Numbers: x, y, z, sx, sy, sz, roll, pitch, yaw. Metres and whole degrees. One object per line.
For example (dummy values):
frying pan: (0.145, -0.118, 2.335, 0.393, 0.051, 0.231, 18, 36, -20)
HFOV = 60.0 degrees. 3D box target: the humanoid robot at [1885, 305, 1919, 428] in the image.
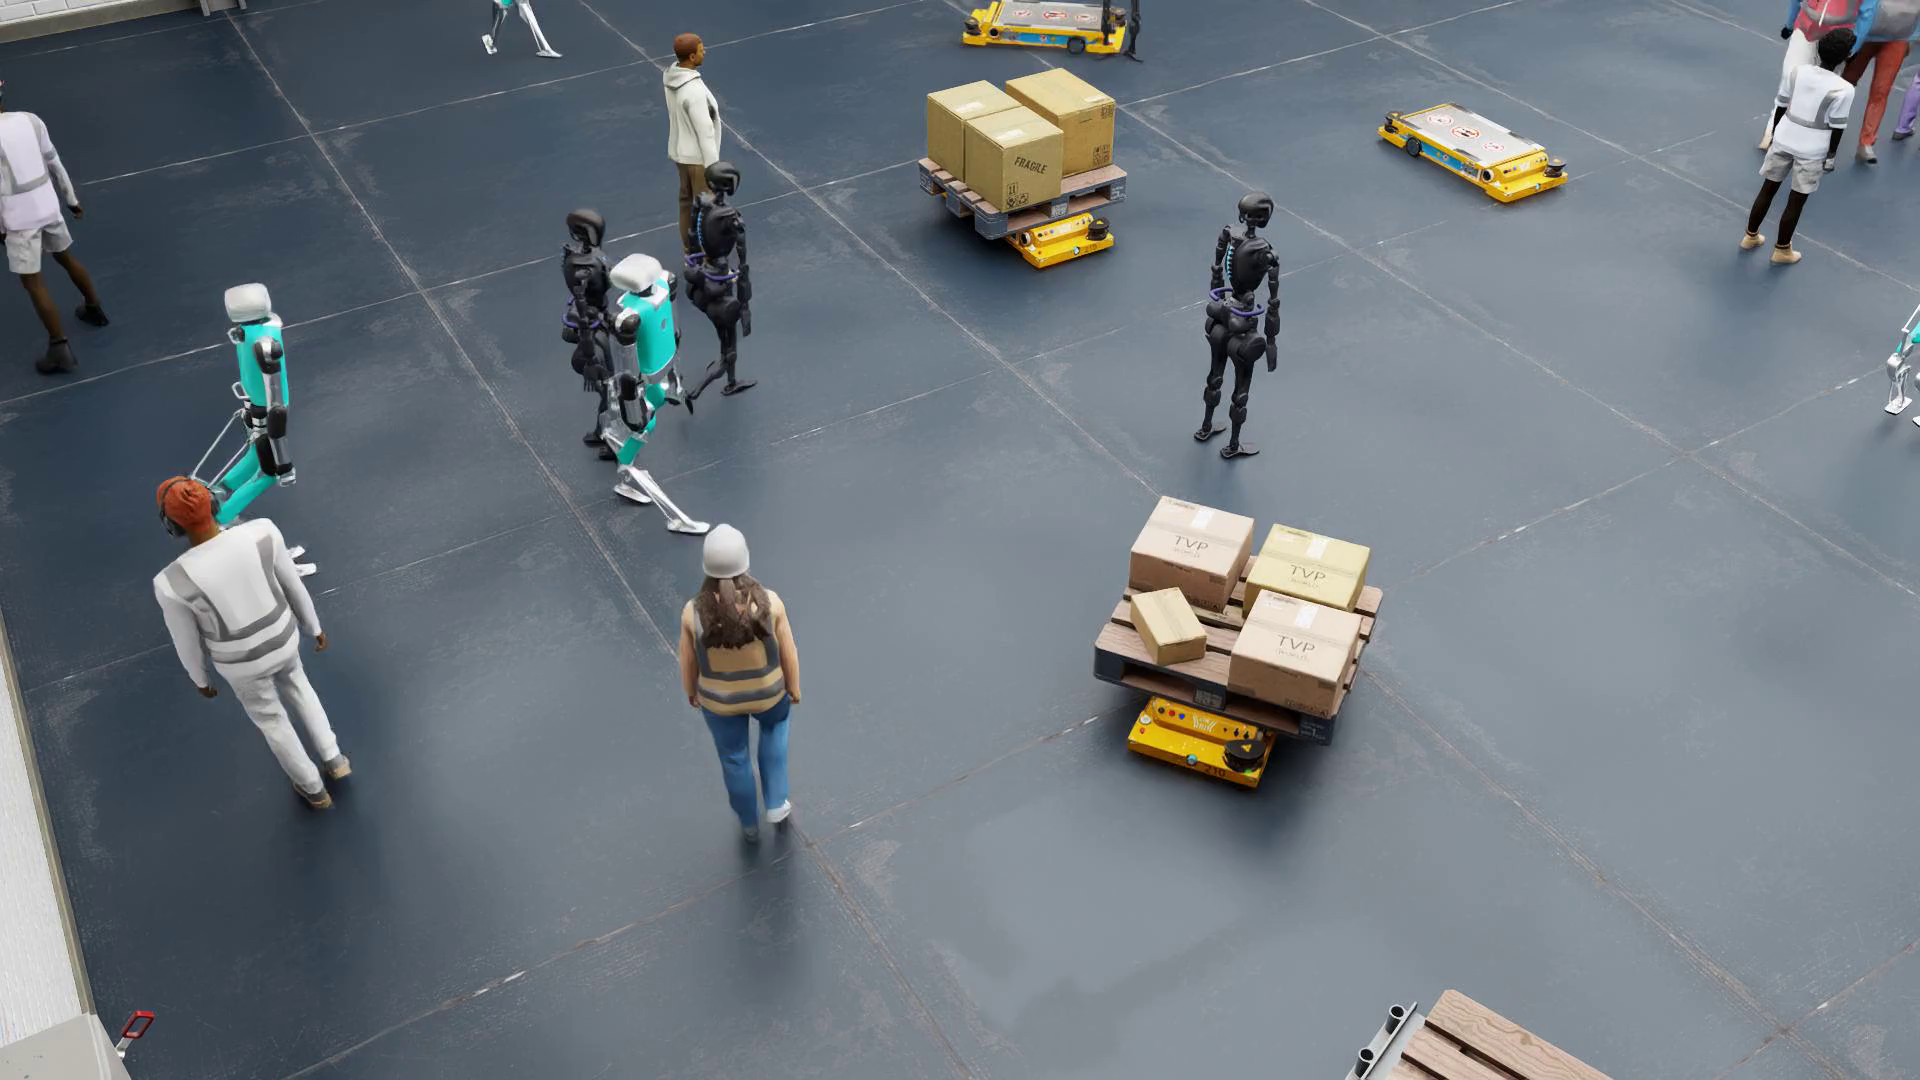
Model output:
humanoid robot: (5.834, -1.410, 9.782, 0.735, 1.677, 0.533, -21, 43, -24)

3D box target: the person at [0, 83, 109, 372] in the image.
person: (-5.925, -2.057, 10.584, 0.560, 1.895, 0.773, 12, 40, 15)

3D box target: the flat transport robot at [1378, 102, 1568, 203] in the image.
flat transport robot: (4.062, -3.106, 13.211, 0.659, 0.231, 1.431, -21, 43, -24)

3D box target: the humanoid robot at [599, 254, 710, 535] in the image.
humanoid robot: (-1.869, -0.805, 9.153, 0.895, 1.785, 0.578, 14, 41, 17)

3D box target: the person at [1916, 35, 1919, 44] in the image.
person: (8.963, -5.088, 14.488, 0.564, 1.803, 0.932, -10, 40, -13)

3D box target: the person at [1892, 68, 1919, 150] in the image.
person: (7.799, -3.957, 13.017, 0.378, 1.841, 0.568, -21, 43, -24)

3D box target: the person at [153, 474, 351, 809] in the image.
person: (-3.149, 0.482, 7.394, 0.433, 1.867, 0.601, 30, 47, 33)

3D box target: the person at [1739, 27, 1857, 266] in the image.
person: (5.875, -2.744, 11.602, 0.315, 1.696, 0.540, -21, 43, -24)

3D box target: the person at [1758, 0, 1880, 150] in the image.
person: (6.856, -4.026, 13.160, 0.648, 1.783, 0.946, 27, 46, 30)

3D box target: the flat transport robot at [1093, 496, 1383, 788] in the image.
flat transport robot: (1.402, 0.639, 8.485, 0.659, 0.231, 1.431, 16, 41, 19)

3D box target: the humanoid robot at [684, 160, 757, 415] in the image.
humanoid robot: (-1.543, -1.516, 10.096, 0.650, 1.630, 0.607, -29, 47, -32)

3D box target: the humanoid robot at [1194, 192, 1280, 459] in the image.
humanoid robot: (1.634, -1.273, 9.755, 0.315, 1.655, 0.599, -21, 43, -24)

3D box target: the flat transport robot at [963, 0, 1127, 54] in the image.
flat transport robot: (0.784, -4.700, 15.223, 1.431, 0.231, 0.659, 6, 39, 8)

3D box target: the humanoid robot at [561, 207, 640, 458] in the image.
humanoid robot: (-2.133, -1.194, 9.677, 0.338, 1.652, 0.612, 0, 38, -1)

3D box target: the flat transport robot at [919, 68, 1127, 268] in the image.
flat transport robot: (0.469, -2.477, 12.417, 0.659, 0.231, 1.431, -21, 43, -24)

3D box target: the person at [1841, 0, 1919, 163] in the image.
person: (7.185, -3.906, 12.958, 0.536, 1.822, 0.938, 15, 41, 18)

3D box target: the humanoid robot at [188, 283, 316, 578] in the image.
humanoid robot: (-3.755, -0.490, 8.637, 0.759, 1.673, 0.531, -21, 43, -24)

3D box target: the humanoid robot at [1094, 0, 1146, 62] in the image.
humanoid robot: (1.410, -4.977, 14.433, 0.601, 1.643, 0.323, -1, 38, -1)

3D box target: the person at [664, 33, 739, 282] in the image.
person: (-1.812, -2.592, 11.355, 0.363, 1.767, 0.532, -21, 43, -24)

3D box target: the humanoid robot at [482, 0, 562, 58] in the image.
humanoid robot: (-3.973, -5.030, 14.491, 0.886, 1.817, 0.555, 14, 41, 17)

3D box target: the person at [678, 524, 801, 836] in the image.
person: (-0.958, 0.645, 7.304, 0.515, 1.715, 0.430, -6, 39, -7)
